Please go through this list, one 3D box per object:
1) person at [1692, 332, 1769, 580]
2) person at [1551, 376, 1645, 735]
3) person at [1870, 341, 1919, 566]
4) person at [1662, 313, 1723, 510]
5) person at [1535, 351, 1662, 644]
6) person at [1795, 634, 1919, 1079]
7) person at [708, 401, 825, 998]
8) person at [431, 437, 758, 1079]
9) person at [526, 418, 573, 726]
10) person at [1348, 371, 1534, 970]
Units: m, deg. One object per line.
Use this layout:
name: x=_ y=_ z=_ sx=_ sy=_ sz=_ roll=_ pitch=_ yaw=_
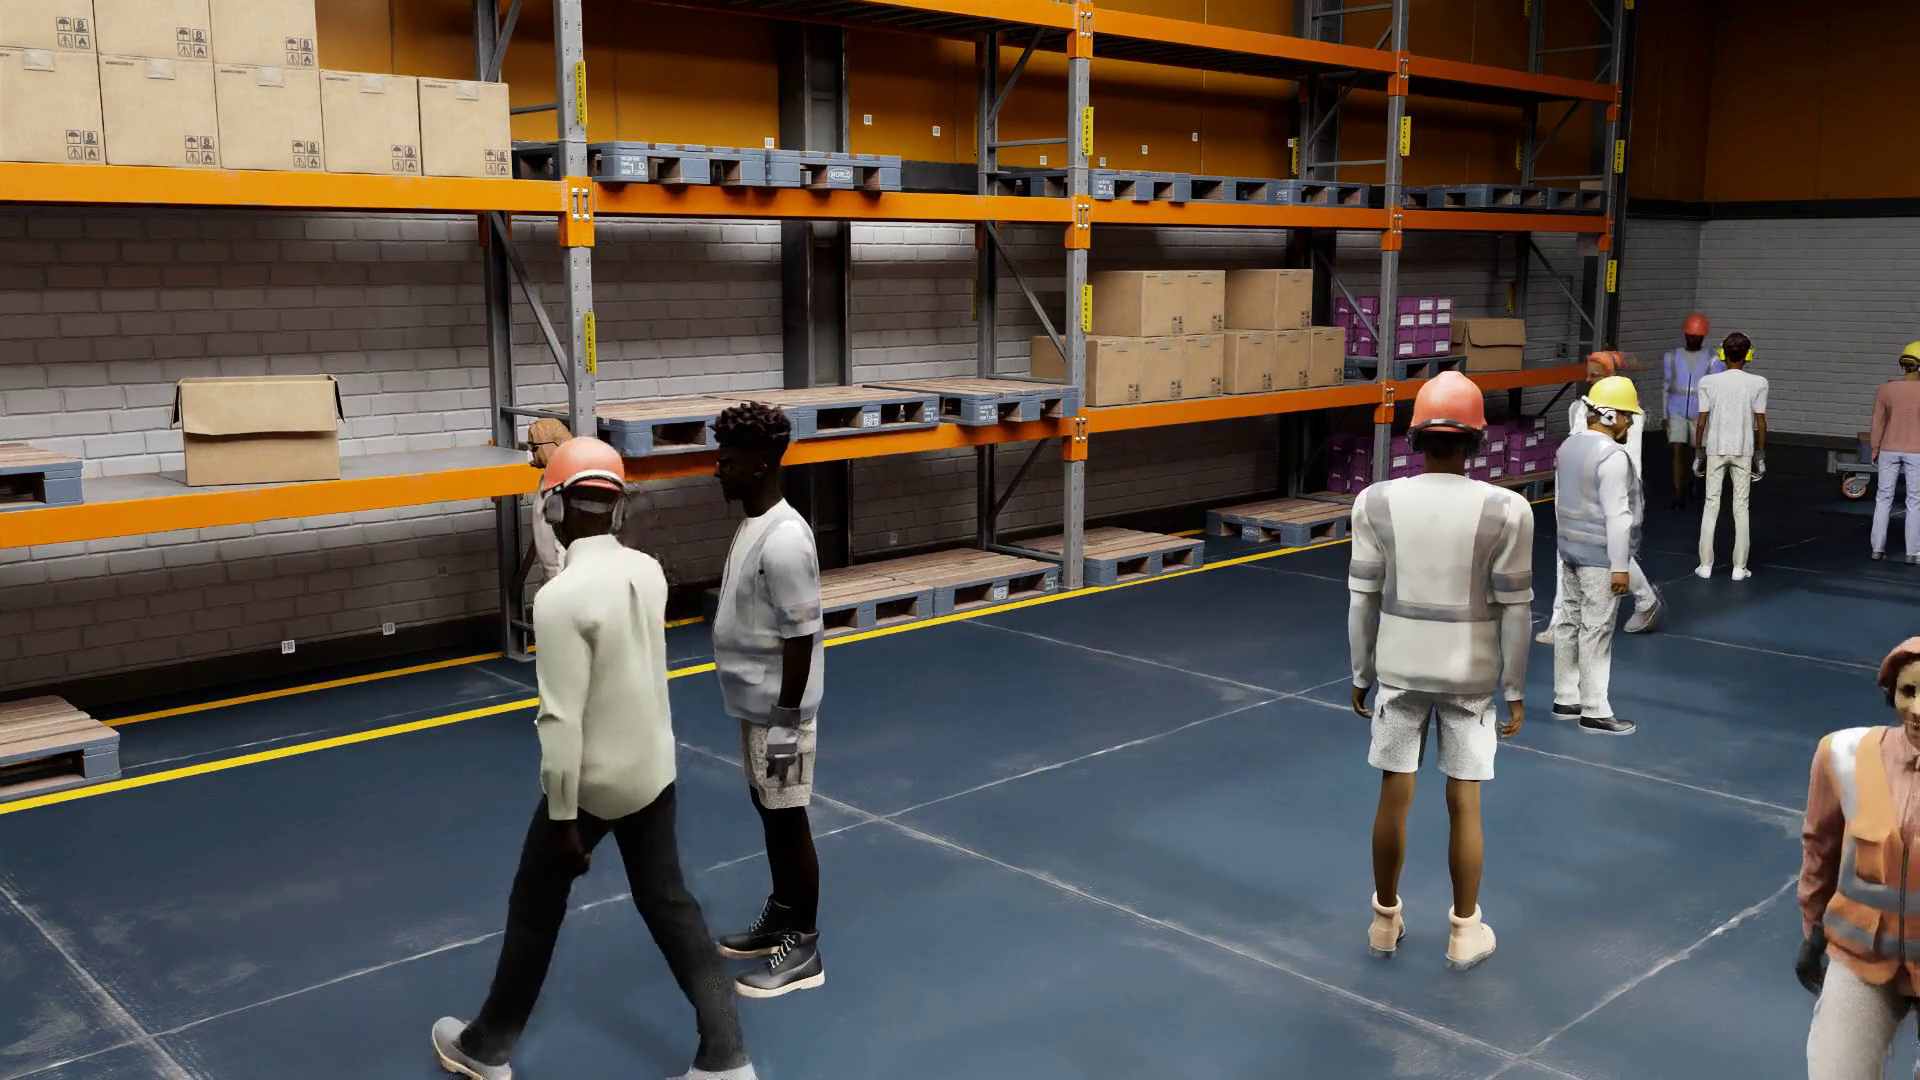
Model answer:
person: x=5.802 y=-0.628 z=12.536 sx=0.508 sy=1.865 sz=0.328 roll=5 pitch=11 yaw=25
person: x=3.277 y=0.075 z=8.536 sx=0.403 sy=1.824 sz=0.586 roll=-1 pitch=10 yaw=-7
person: x=7.486 y=-0.685 z=13.152 sx=0.325 sy=1.767 sz=0.533 roll=-8 pitch=13 yaw=-41
person: x=7.121 y=-1.267 z=16.198 sx=0.552 sy=1.902 sz=0.853 roll=5 pitch=11 yaw=27
person: x=4.087 y=-0.272 z=10.499 sx=0.892 sy=1.856 sz=0.584 roll=-5 pitch=11 yaw=-26
person: x=2.133 y=1.001 z=3.755 sx=0.543 sy=1.589 sz=0.844 roll=9 pitch=13 yaw=43
person: x=-0.637 y=0.520 z=5.514 sx=0.361 sy=1.963 sz=0.612 roll=-3 pitch=10 yaw=-17
person: x=-1.036 y=0.669 z=4.765 sx=1.037 sy=1.929 sz=0.618 roll=4 pitch=11 yaw=23
person: x=-2.041 y=0.190 z=8.448 sx=0.281 sy=1.625 sz=0.493 roll=-4 pitch=10 yaw=-21
person: x=1.632 y=0.449 z=5.691 sx=0.609 sy=2.048 sz=0.367 roll=5 pitch=11 yaw=25
